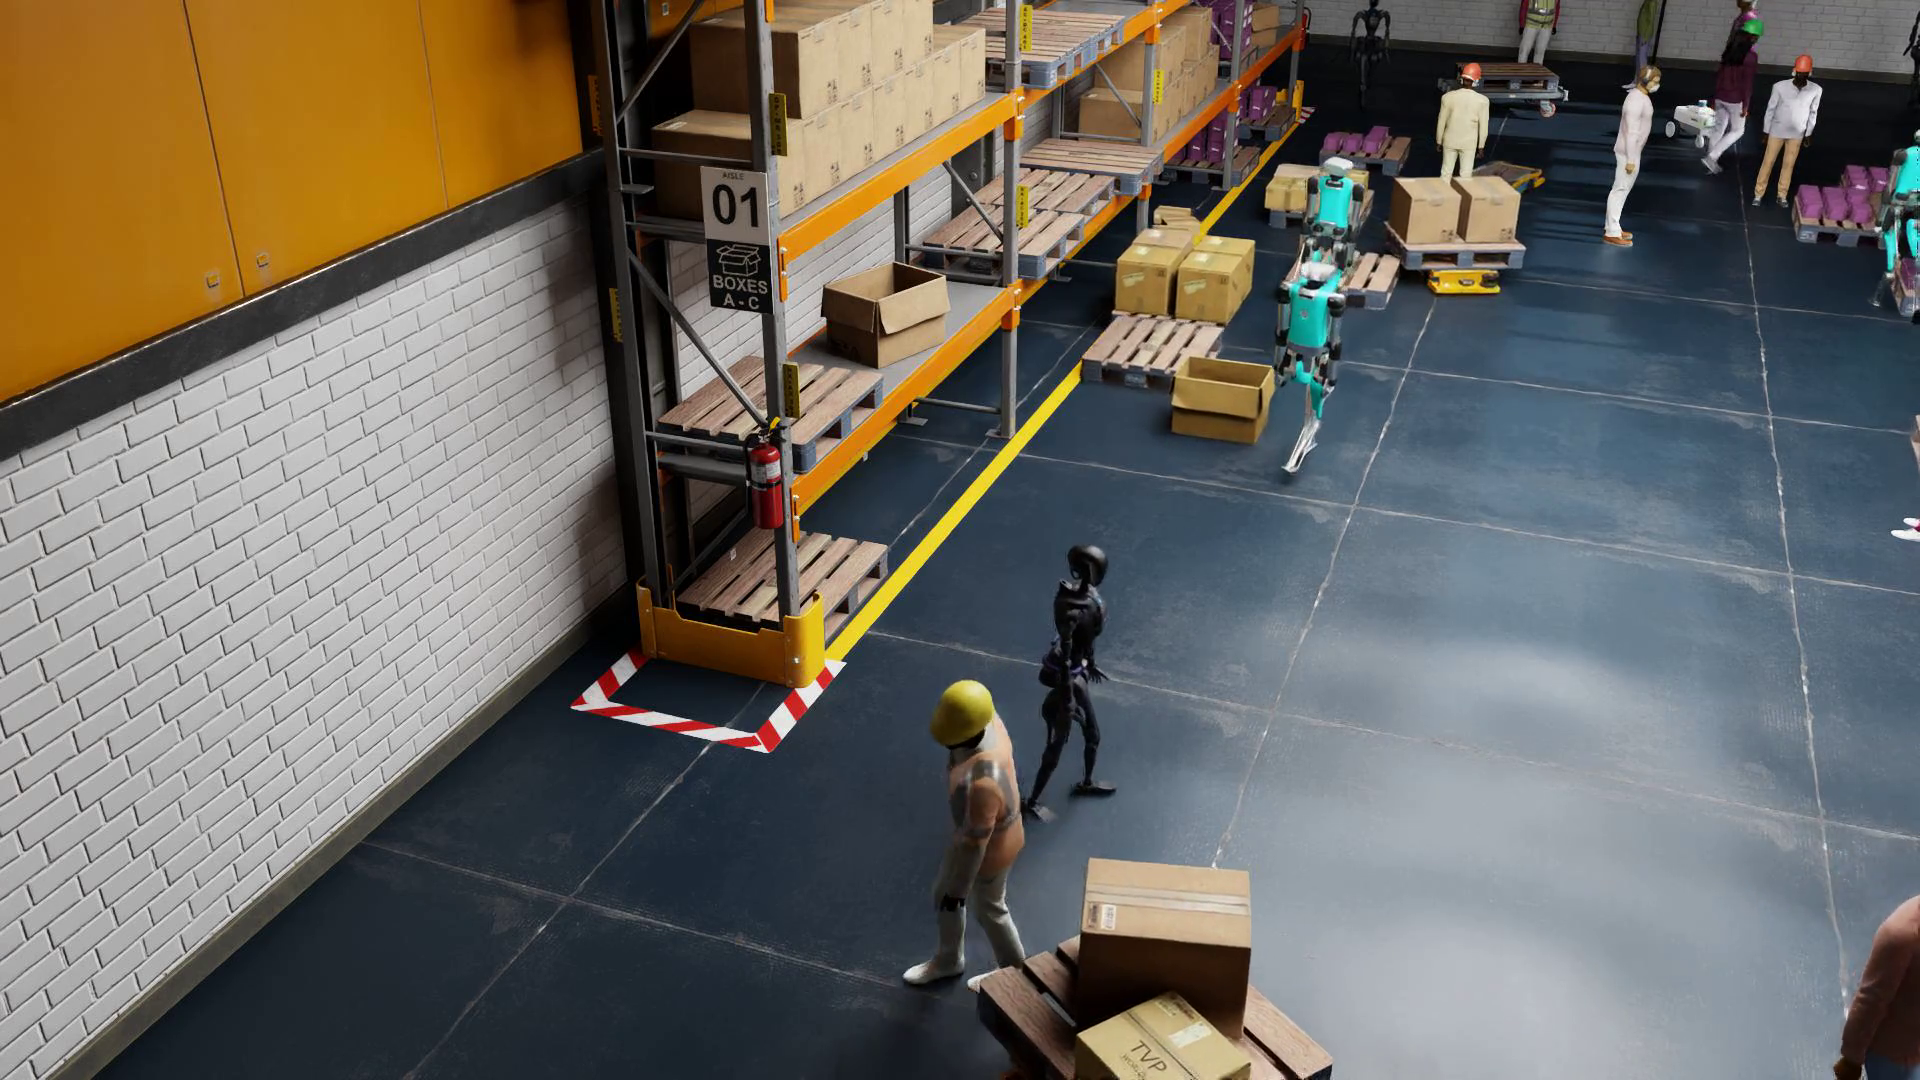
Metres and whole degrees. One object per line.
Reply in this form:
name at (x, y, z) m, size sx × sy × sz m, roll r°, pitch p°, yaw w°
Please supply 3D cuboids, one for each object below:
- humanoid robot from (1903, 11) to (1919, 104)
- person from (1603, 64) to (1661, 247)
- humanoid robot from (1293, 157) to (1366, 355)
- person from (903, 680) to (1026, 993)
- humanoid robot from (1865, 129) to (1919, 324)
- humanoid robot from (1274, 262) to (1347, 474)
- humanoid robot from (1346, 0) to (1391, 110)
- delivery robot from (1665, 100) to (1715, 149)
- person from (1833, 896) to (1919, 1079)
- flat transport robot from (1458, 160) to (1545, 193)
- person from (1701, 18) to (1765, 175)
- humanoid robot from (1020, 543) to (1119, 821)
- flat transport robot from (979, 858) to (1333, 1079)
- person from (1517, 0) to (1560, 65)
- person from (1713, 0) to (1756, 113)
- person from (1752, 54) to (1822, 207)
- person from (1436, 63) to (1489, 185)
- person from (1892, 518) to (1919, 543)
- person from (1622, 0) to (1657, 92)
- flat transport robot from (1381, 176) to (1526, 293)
humanoid robot at (13.991, -7.132, 24.055) m, size 0.591 × 1.647 × 0.437 m, roll 20°, pitch 33°, yaw 34°
person at (7.275, -4.171, 18.027) m, size 0.373 × 1.934 × 0.626 m, roll 10°, pitch 29°, yaw 19°
humanoid robot at (3.242, -2.463, 15.011) m, size 0.540 × 1.867 × 0.737 m, roll 15°, pitch 31°, yaw 26°
person at (0.033, 1.346, 7.394) m, size 0.691 × 1.864 × 0.675 m, roll -4°, pitch 28°, yaw -8°
humanoid robot at (9.172, -2.948, 15.902) m, size 0.557 × 1.796 × 0.897 m, roll 0°, pitch 27°, yaw 1°
humanoid robot at (2.708, -1.333, 12.727) m, size 0.551 × 1.725 × 1.025 m, roll 18°, pitch 32°, yaw 31°
humanoid robot at (5.892, -7.090, 24.011) m, size 0.616 × 1.641 × 0.701 m, roll 0°, pitch 27°, yaw -1°
delivery robot at (9.875, -5.577, 22.260) m, size 0.499 × 0.598 × 0.802 m, roll -6°, pitch 28°, yaw -11°
person at (3.591, 1.855, 6.294) m, size 0.626 × 1.960 × 0.620 m, roll -10°, pitch 29°, yaw -18°
flat transport robot at (6.475, -4.309, 20.110) m, size 0.659 × 0.231 × 1.431 m, roll 21°, pitch 34°, yaw 35°
person at (9.494, -5.431, 20.480) m, size 0.536 × 1.926 × 0.531 m, roll -11°, pitch 29°, yaw -20°
humanoid robot at (0.579, 0.743, 8.804) m, size 0.518 × 1.661 × 0.600 m, roll 8°, pitch 28°, yaw 15°
flat transport robot at (0.765, 2.343, 7.207) m, size 1.431 × 0.231 × 0.659 m, roll -16°, pitch 31°, yaw -28°
person at (8.737, -7.778, 25.119) m, size 0.625 × 1.846 × 0.429 m, roll -3°, pitch 27°, yaw -7°
person at (10.716, -6.730, 23.087) m, size 0.417 × 1.836 × 0.559 m, roll 8°, pitch 28°, yaw 16°
person at (9.638, -4.760, 19.361) m, size 0.561 × 1.752 × 0.324 m, roll 7°, pitch 28°, yaw 13°
person at (5.705, -4.536, 18.928) m, size 0.570 × 1.749 × 0.342 m, roll 15°, pitch 31°, yaw 27°
person at (6.964, -0.751, 11.728) m, size 0.283 × 1.628 × 0.503 m, roll 22°, pitch 34°, yaw 36°
person at (10.216, -7.538, 24.879) m, size 0.266 × 1.631 × 0.506 m, roll 4°, pitch 28°, yaw 8°
flat transport robot at (5.087, -2.868, 17.313) m, size 0.659 × 0.231 × 1.431 m, roll -1°, pitch 27°, yaw -1°
